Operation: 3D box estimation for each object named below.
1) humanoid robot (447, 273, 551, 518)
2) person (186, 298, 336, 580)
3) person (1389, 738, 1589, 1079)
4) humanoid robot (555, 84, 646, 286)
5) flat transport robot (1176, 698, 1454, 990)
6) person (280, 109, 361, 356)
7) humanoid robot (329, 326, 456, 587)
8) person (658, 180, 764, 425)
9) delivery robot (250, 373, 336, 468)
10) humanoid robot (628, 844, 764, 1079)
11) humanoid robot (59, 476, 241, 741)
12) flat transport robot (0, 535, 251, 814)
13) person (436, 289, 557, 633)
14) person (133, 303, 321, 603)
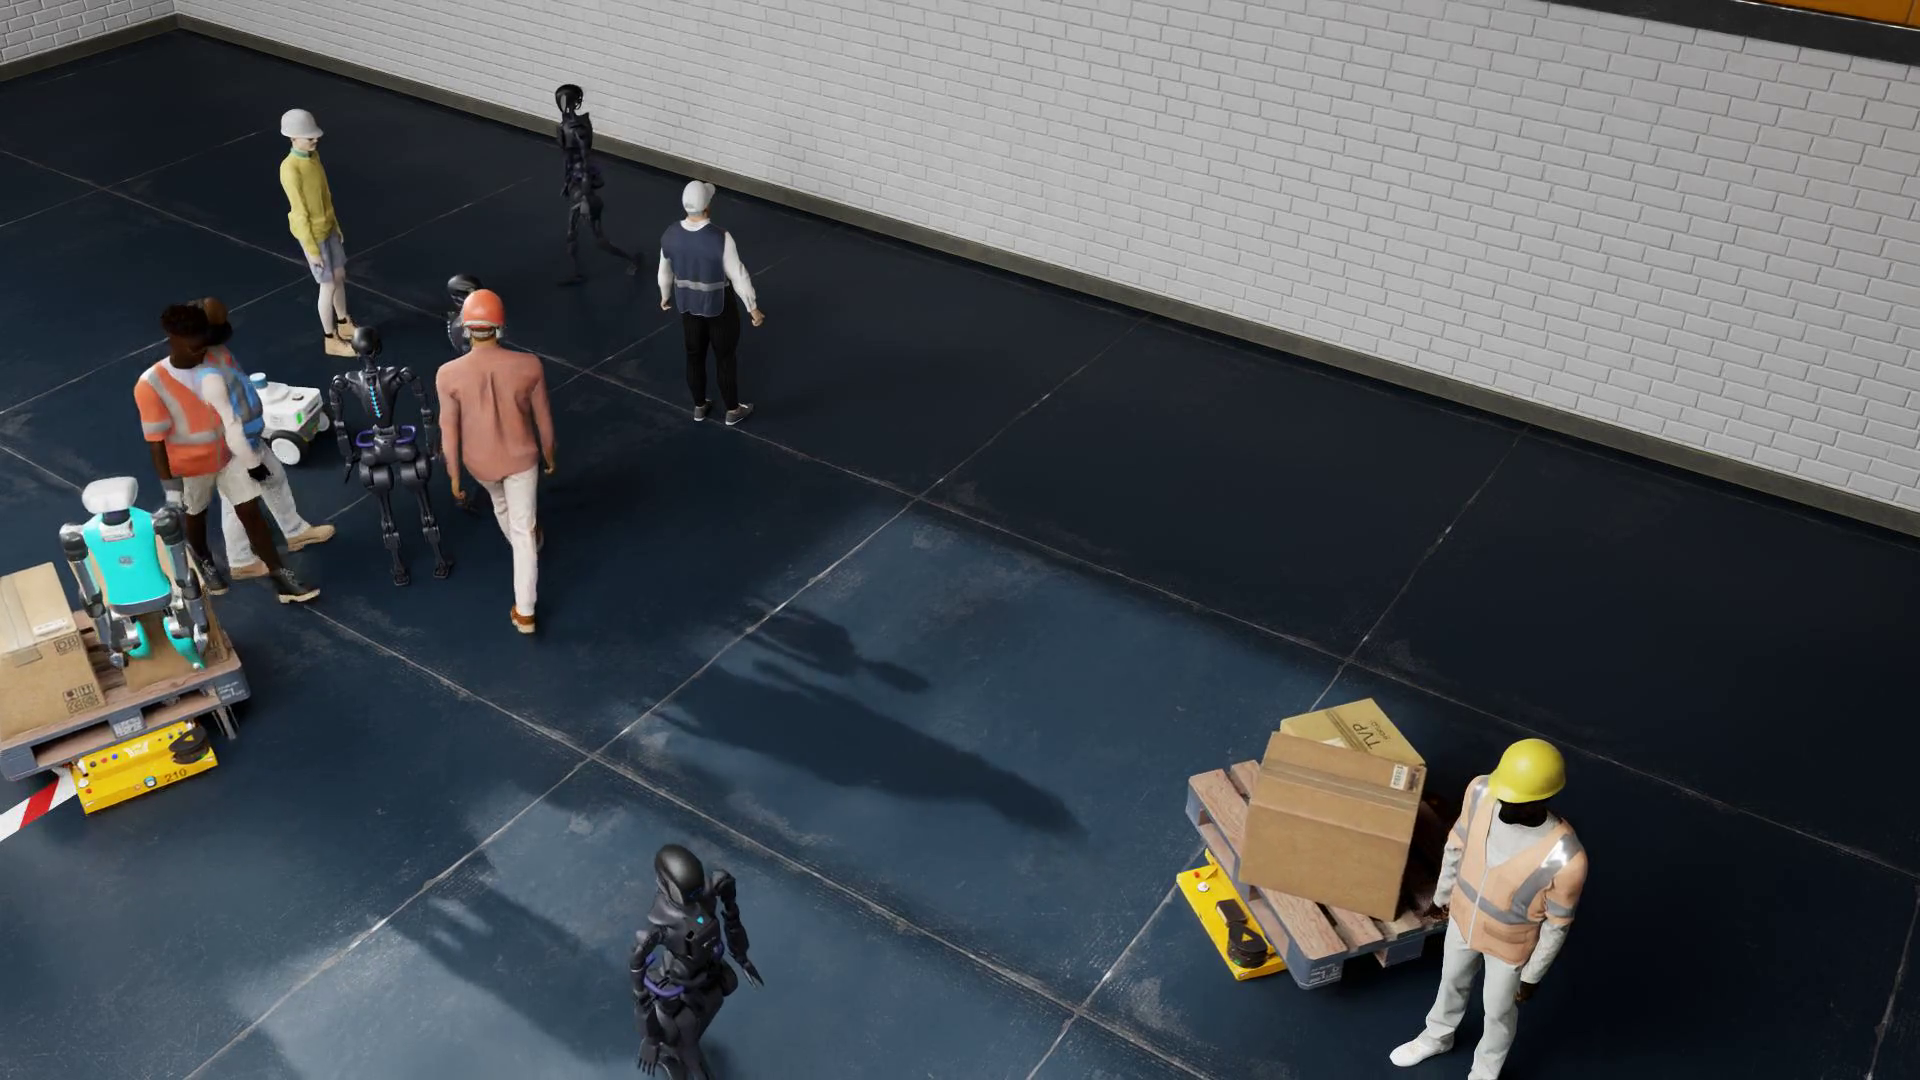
[{"bbox_3d":[-2.950,-0.893,10.322,0.582,1.646,0.609,-5,35,-8],"label":"humanoid robot"},{"bbox_3d":[-4.149,-0.608,9.785,0.765,1.813,0.652,-14,37,-19],"label":"person"},{"bbox_3d":[2.119,1.536,6.623,0.359,1.927,0.586,-21,40,-27],"label":"person"},{"bbox_3d":[-2.905,-2.781,13.055,0.724,1.650,0.589,-18,39,-23],"label":"humanoid robot"},{"bbox_3d":[1.824,1.632,7.931,1.431,0.231,0.659,-11,37,-16],"label":"flat transport robot"},{"bbox_3d":[-4.634,-2.212,12.026,0.412,1.879,0.487,2,35,3],"label":"person"},{"bbox_3d":[-3.327,-0.488,9.720,0.599,1.657,0.315,-7,36,-10],"label":"humanoid robot"},{"bbox_3d":[-1.704,-1.585,11.227,0.751,1.759,0.424,10,36,14],"label":"person"},{"bbox_3d":[-4.643,-0.841,11.214,0.764,0.593,0.505,6,35,8],"label":"delivery robot"},{"bbox_3d":[-1.066,1.764,6.568,0.790,1.628,0.611,25,42,31],"label":"humanoid robot"},{"bbox_3d":[-4.080,0.390,8.454,0.542,1.828,0.661,-13,37,-17],"label":"humanoid robot"},{"bbox_3d":[-4.553,0.886,8.997,0.659,0.231,1.431,-21,40,-27],"label":"flat transport robot"},{"bbox_3d":[-2.617,-0.454,9.491,0.615,1.921,1.053,-4,35,-5],"label":"person"},{"bbox_3d":[-4.256,-0.430,9.444,0.966,1.911,0.697,23,41,29],"label":"person"}]
